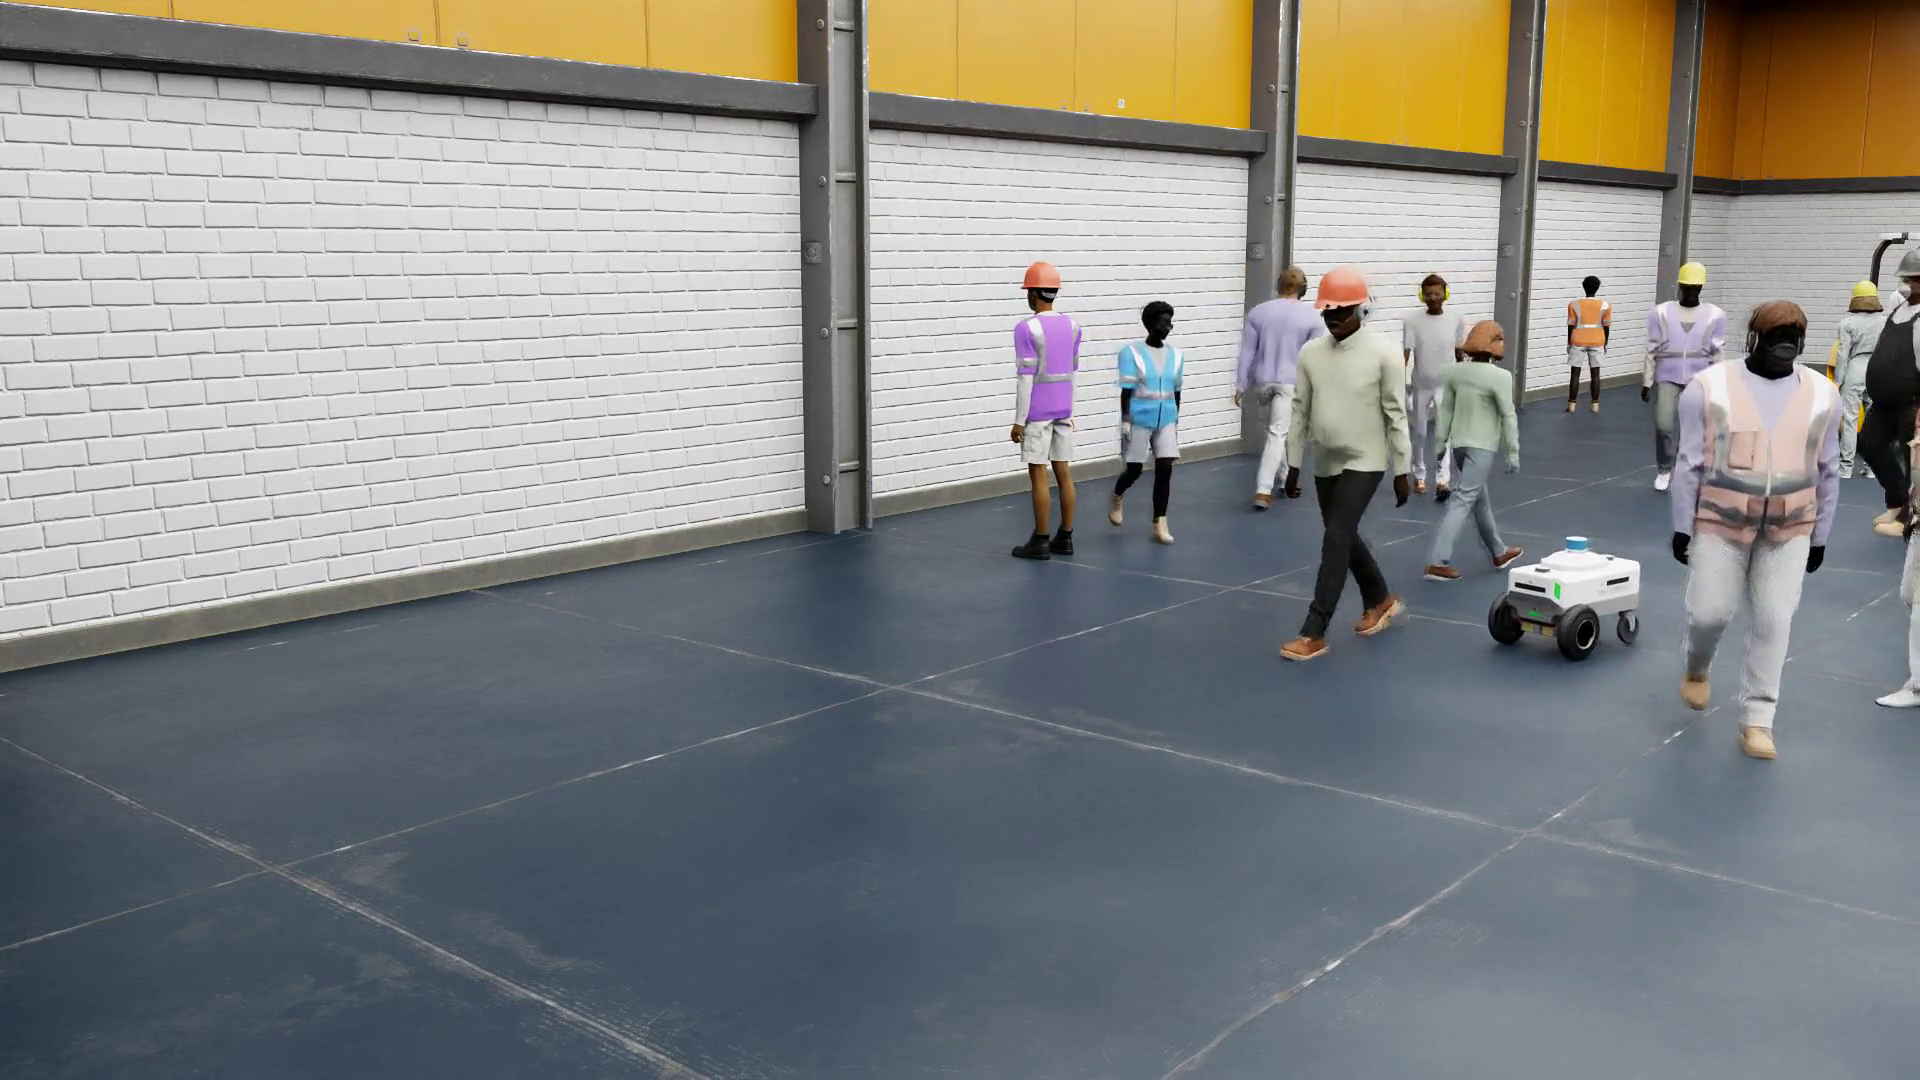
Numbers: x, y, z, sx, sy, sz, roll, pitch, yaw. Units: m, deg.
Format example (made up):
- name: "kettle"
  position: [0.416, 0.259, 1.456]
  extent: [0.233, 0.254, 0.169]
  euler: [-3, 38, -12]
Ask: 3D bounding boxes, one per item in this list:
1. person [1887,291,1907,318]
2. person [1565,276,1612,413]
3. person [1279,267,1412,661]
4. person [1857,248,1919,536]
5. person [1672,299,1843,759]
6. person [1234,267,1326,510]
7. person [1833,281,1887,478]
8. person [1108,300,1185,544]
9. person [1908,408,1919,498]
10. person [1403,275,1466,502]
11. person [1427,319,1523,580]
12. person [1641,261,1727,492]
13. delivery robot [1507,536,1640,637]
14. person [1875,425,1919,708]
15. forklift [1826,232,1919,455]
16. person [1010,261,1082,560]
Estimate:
- name: "person"
  position: [10.109, -2.024, 17.626]
  extent: [0.551, 1.935, 0.375]
  euler: [3, 10, 18]
- name: "person"
  position: [7.758, -2.413, 20.543]
  extent: [0.525, 1.689, 0.320]
  euler: [2, 10, 12]
- name: "person"
  position: [1.970, -0.405, 8.413]
  extent: [1.007, 1.937, 0.640]
  euler: [-9, 13, -41]
- name: "person"
  position: [6.651, -1.031, 11.672]
  extent: [0.535, 2.000, 0.711]
  euler: [0, 10, 2]
- name: "person"
  position: [3.221, -0.066, 6.784]
  extent: [0.631, 1.828, 0.605]
  euler: [2, 10, 13]
- name: "person"
  position: [2.528, -1.197, 13.092]
  extent: [0.651, 1.869, 1.102]
  euler: [6, 12, 32]
- name: "person"
  position: [7.948, -1.411, 14.702]
  extent: [0.483, 1.738, 0.312]
  euler: [0, 10, -1]
- name: "person"
  position: [1.288, -0.832, 11.557]
  extent: [0.536, 1.677, 0.629]
  euler: [-4, 11, -20]
- name: "person"
  position: [5.250, -0.302, 8.683]
  extent: [0.520, 1.629, 0.466]
  euler: [6, 12, 31]
- name: "person"
  position: [3.824, -1.220, 13.416]
  extent: [0.550, 1.805, 0.998]
  euler: [2, 10, 9]
- name: "person"
  position: [3.212, -0.555, 10.227]
  extent: [0.871, 1.583, 0.521]
  euler: [-5, 11, -27]
- name: "person"
  position: [5.926, -1.313, 13.631]
  extent: [0.618, 1.911, 0.419]
  euler: [4, 11, 19]
- name: "delivery robot"
  position: [3.124, 0.226, 8.456]
  extent: [0.707, 0.478, 0.477]
  euler: [-6, 11, -33]
- name: "person"
  position: [4.386, -0.054, 7.302]
  extent: [0.553, 1.617, 0.525]
  euler: [1, 10, 7]
- name: "forklift"
  position: [9.955, -1.972, 16.595]
  extent: [2.313, 2.155, 1.214]
  euler: [1, 10, 8]
- name: "person"
  position: [0.538, -0.837, 10.861]
  extent: [0.547, 1.938, 0.377]
  euler: [-9, 13, -41]
